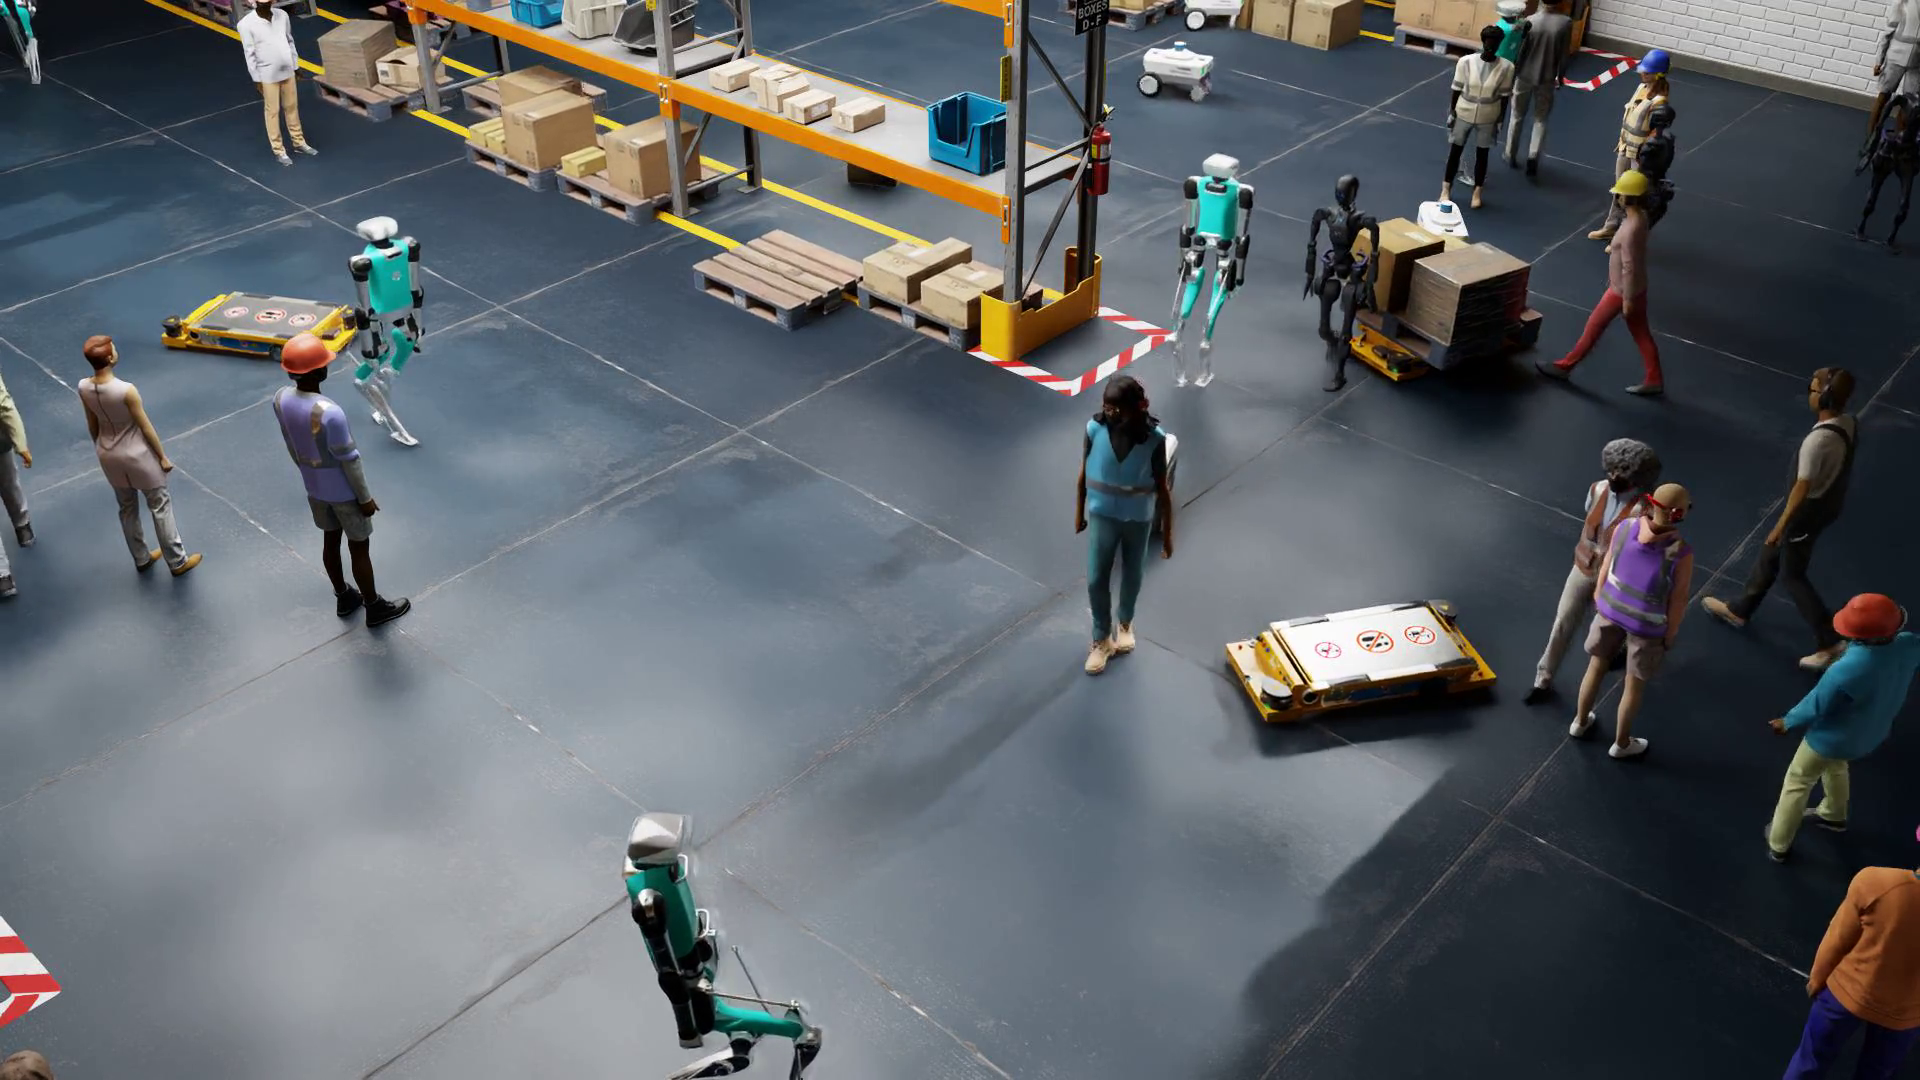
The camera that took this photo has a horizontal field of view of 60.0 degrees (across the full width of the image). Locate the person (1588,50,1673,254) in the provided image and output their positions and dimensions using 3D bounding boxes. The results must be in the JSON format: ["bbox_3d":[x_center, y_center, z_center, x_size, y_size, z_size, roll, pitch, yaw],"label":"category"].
[{"bbox_3d":[5.812,-3.342,14.323,0.314,1.777,0.471,-5,35,-8],"label":"person"}]

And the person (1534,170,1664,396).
[{"bbox_3d":[4.906,-1.872,12.253,0.945,1.701,0.545,19,39,25],"label":"person"}]

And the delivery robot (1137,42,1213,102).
[{"bbox_3d":[2.310,-5.042,17.880,0.803,0.613,0.499,14,37,20],"label":"delivery robot"}]

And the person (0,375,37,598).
[{"bbox_3d":[-6.119,-0.581,10.321,0.597,1.787,0.924,-17,38,-23],"label":"person"}]

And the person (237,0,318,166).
[{"bbox_3d":[-6.592,-4.529,16.063,0.339,1.751,0.562,20,39,26],"label":"person"}]

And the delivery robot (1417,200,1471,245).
[{"bbox_3d":[4.164,-2.642,14.374,0.499,0.581,0.774,3,35,4],"label":"delivery robot"}]

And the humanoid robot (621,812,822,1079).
[{"bbox_3d":[-0.932,1.823,6.911,1.095,1.728,0.554,-3,35,-4],"label":"humanoid robot"}]

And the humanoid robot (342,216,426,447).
[{"bbox_3d":[-4.108,-1.433,11.669,0.836,1.868,0.554,22,40,28],"label":"humanoid robot"}]

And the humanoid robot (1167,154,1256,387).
[{"bbox_3d":[1.792,-1.903,12.272,0.541,1.777,0.694,16,38,22],"label":"humanoid robot"}]

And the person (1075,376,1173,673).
[{"bbox_3d":[0.940,-0.075,9.530,0.576,1.850,0.602,5,35,7],"label":"person"}]

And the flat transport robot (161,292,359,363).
[{"bbox_3d":[-5.554,-1.697,13.269,1.431,0.231,0.659,8,35,11],"label":"flat transport robot"}]

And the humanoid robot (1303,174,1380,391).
[{"bbox_3d":[2.881,-1.963,12.446,0.588,1.657,0.558,18,38,24],"label":"humanoid robot"}]

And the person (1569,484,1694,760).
[{"bbox_3d":[3.614,0.432,8.930,0.349,1.692,0.480,-25,42,-32],"label":"person"}]

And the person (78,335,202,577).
[{"bbox_3d":[-5.143,-0.508,10.326,0.456,1.654,0.279,6,35,9],"label":"person"}]

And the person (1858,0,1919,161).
[{"bbox_3d":[9.148,-4.632,16.071,0.546,1.924,0.387,14,37,19],"label":"person"}]

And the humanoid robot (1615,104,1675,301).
[{"bbox_3d":[5.601,-2.727,13.525,0.354,1.650,0.596,28,43,34],"label":"humanoid robot"}]

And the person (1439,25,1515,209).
[{"bbox_3d":[4.704,-3.851,15.138,0.534,1.693,0.320,11,36,15],"label":"person"}]

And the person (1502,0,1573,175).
[{"bbox_3d":[5.457,-4.379,15.730,0.560,1.880,0.681,7,35,10],"label":"person"}]

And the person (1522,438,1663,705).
[{"bbox_3d":[3.655,0.149,9.381,0.860,1.644,0.423,-28,43,-34],"label":"person"}]

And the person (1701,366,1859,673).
[{"bbox_3d":[4.970,-0.124,9.648,0.845,1.812,0.560,29,44,35],"label":"person"}]

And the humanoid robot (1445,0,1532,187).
[{"bbox_3d":[4.832,-4.273,15.698,0.543,1.752,0.809,-20,40,-27],"label":"humanoid robot"}]

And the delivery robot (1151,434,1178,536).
[{"bbox_3d":[1.215,-0.431,11.170,0.499,0.581,0.778,13,37,17],"label":"delivery robot"}]

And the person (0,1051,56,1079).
[{"bbox_3d":[-3.162,2.441,6.047,0.485,1.659,0.343,-15,37,-20],"label":"person"}]

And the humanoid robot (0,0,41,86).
[{"bbox_3d":[-10.358,-5.931,18.141,0.530,1.773,0.994,-14,37,-19],"label":"humanoid robot"}]

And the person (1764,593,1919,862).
[{"bbox_3d":[4.379,0.908,8.237,0.662,1.695,0.400,-11,36,-15],"label":"person"}]

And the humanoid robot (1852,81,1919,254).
[{"bbox_3d":[8.133,-3.322,14.394,0.611,1.632,0.549,6,35,8],"label":"humanoid robot"}]

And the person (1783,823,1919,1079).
[{"bbox_3d":[3.696,1.813,6.687,0.515,1.976,0.408,18,38,24],"label":"person"}]

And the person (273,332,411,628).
[{"bbox_3d":[-3.691,-0.345,9.842,0.543,1.938,0.351,18,39,24],"label":"person"}]

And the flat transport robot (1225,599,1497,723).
[{"bbox_3d":[2.356,0.702,9.794,1.431,0.231,0.659,-8,35,-11],"label":"flat transport robot"}]

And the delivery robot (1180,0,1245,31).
[{"bbox_3d":[2.995,-6.378,19.795,0.761,0.589,0.524,0,35,1],"label":"delivery robot"}]

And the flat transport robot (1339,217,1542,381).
[{"bbox_3d":[3.793,-1.623,13.161,1.431,0.231,0.659,-18,38,-24],"label":"flat transport robot"}]
